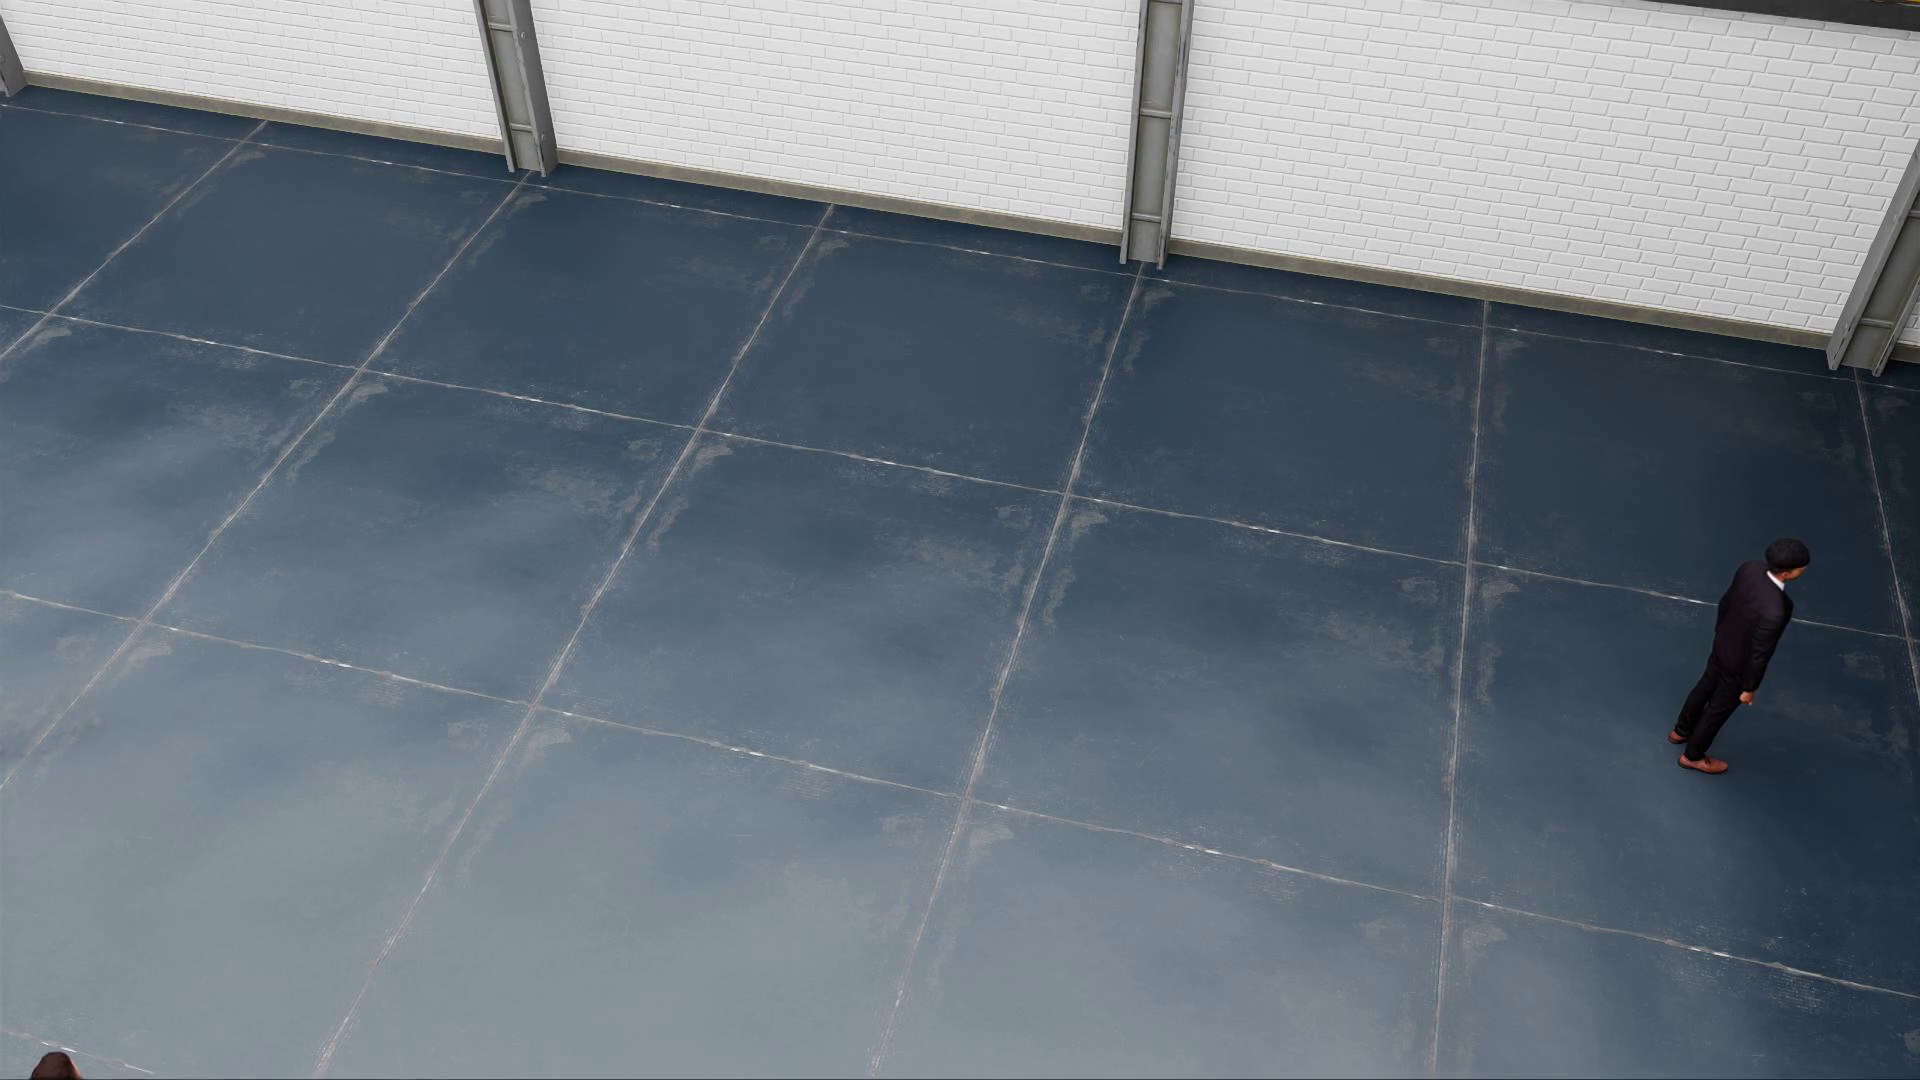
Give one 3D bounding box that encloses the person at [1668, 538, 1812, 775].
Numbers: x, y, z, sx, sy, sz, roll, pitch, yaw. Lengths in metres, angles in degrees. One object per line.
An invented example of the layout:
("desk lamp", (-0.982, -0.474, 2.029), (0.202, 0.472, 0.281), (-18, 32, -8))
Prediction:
("person", (4.783, 0.693, 10.233), (0.647, 1.882, 0.755), (0, 44, 0))
